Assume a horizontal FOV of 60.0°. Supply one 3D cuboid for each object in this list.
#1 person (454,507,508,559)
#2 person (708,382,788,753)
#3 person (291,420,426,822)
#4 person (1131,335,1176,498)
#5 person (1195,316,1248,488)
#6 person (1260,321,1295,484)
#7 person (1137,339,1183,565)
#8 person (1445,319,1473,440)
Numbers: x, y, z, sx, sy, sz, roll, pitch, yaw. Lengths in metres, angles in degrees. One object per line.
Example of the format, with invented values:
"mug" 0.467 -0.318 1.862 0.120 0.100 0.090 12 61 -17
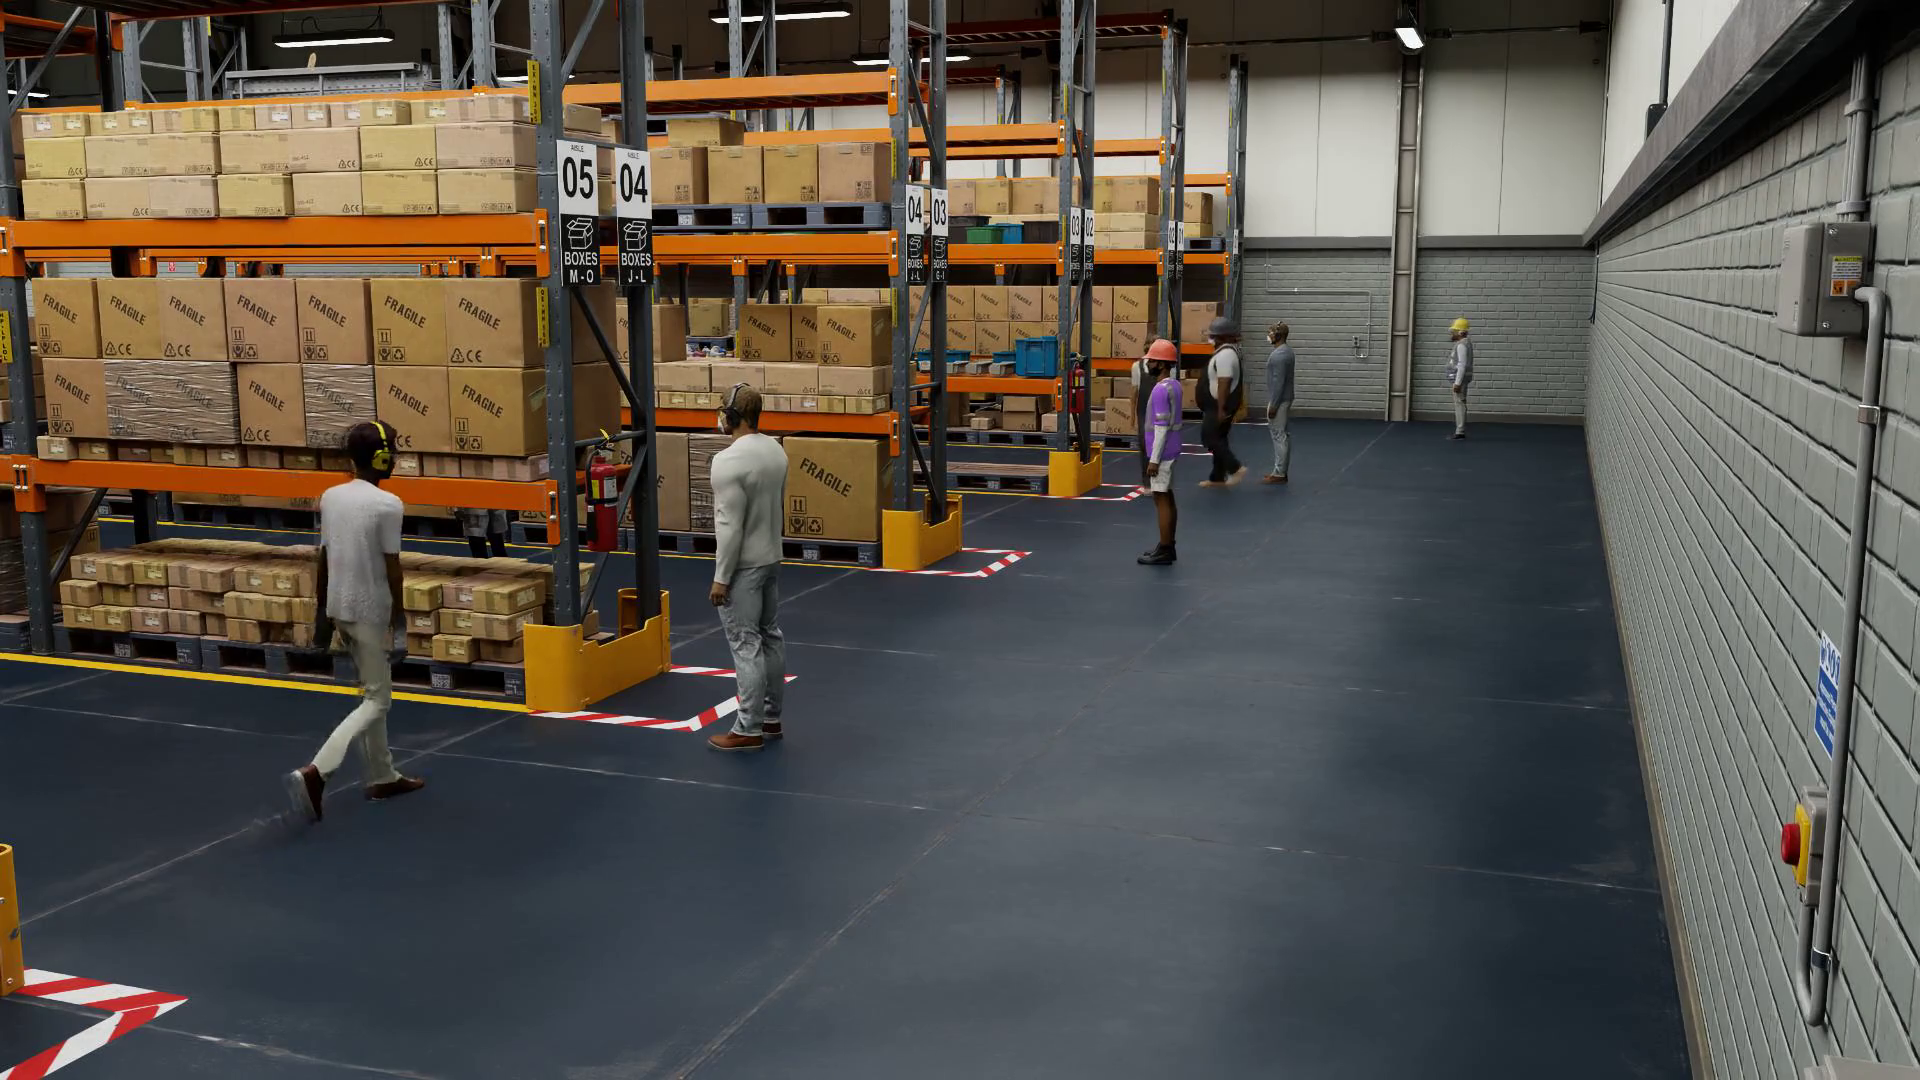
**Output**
"person" -3.550 -0.309 12.319 0.317 1.696 0.538 3 10 19
"person" -1.122 0.144 8.738 0.368 1.939 0.633 3 10 19
"person" -2.812 0.372 7.665 0.533 1.837 0.758 5 11 30
"person" 2.183 -1.399 18.742 0.529 1.815 0.645 1 9 5
"person" 2.998 -1.584 19.206 0.567 2.000 0.691 3 10 17
"person" 3.792 -1.631 19.819 0.368 1.939 0.633 3 10 19
"person" 1.730 -0.754 14.334 0.347 1.942 0.548 3 10 19
"person" 7.501 -2.406 25.042 0.409 1.823 0.605 3 10 18
